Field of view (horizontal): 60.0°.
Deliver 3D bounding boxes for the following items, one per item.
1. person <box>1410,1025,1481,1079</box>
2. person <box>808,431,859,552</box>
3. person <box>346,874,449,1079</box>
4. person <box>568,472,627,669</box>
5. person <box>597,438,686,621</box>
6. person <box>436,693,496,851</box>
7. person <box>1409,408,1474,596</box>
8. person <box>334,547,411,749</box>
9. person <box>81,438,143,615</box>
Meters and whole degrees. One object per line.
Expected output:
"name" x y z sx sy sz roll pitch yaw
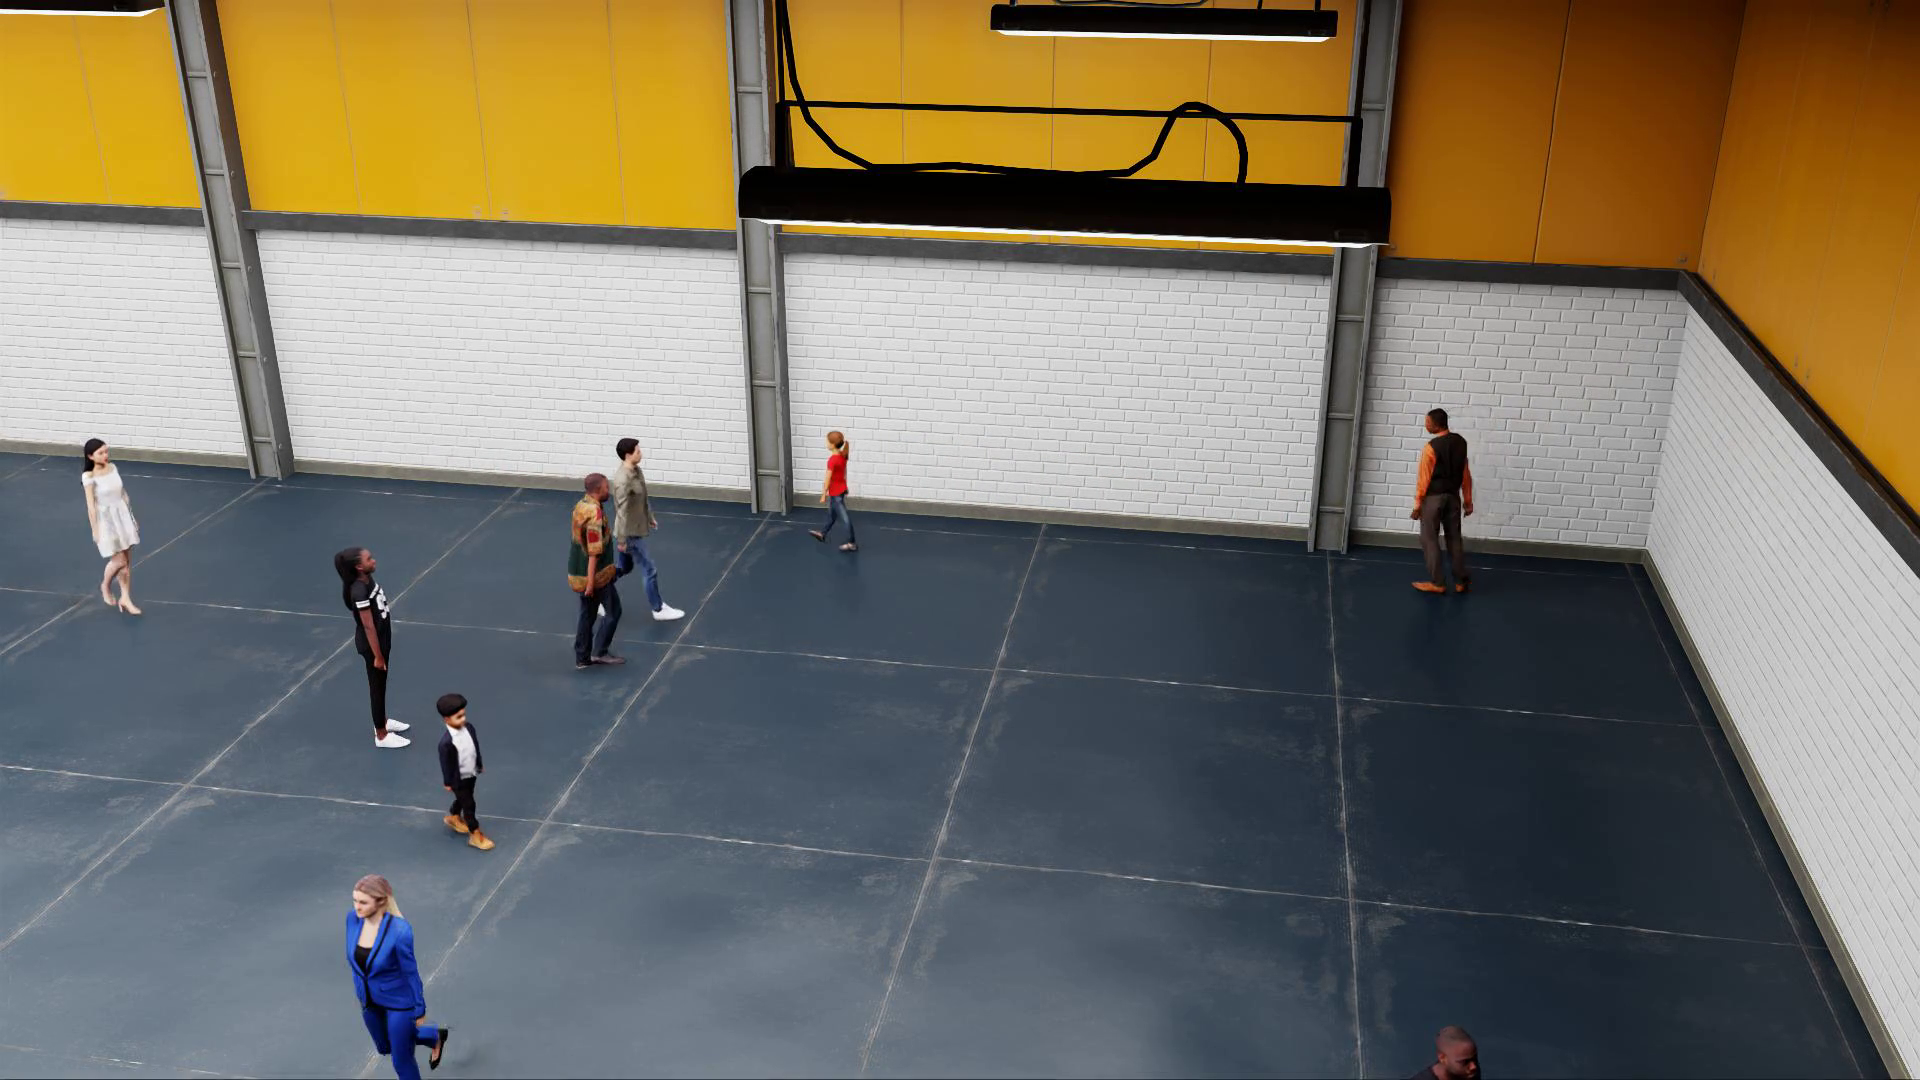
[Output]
"person" 2.273 3.093 8.232 0.968 1.808 1.027 -15 28 -31
"person" -1.187 -0.481 17.054 0.851 1.291 0.586 8 25 18
"person" -3.186 2.595 9.526 0.915 1.686 0.812 9 25 21
"person" -3.330 0.300 14.674 0.930 1.766 0.874 -11 26 -23
"person" -3.142 -0.077 15.438 1.234 1.845 0.857 -1 24 -2
"person" -3.705 1.668 12.238 0.796 1.212 0.625 10 26 22
"person" 4.711 -0.351 16.030 0.897 1.875 1.041 -4 24 -10
"person" -4.744 0.850 13.467 0.735 1.726 0.711 -7 24 -15
"person" -8.041 -0.125 15.651 0.763 1.762 0.652 7 24 15
